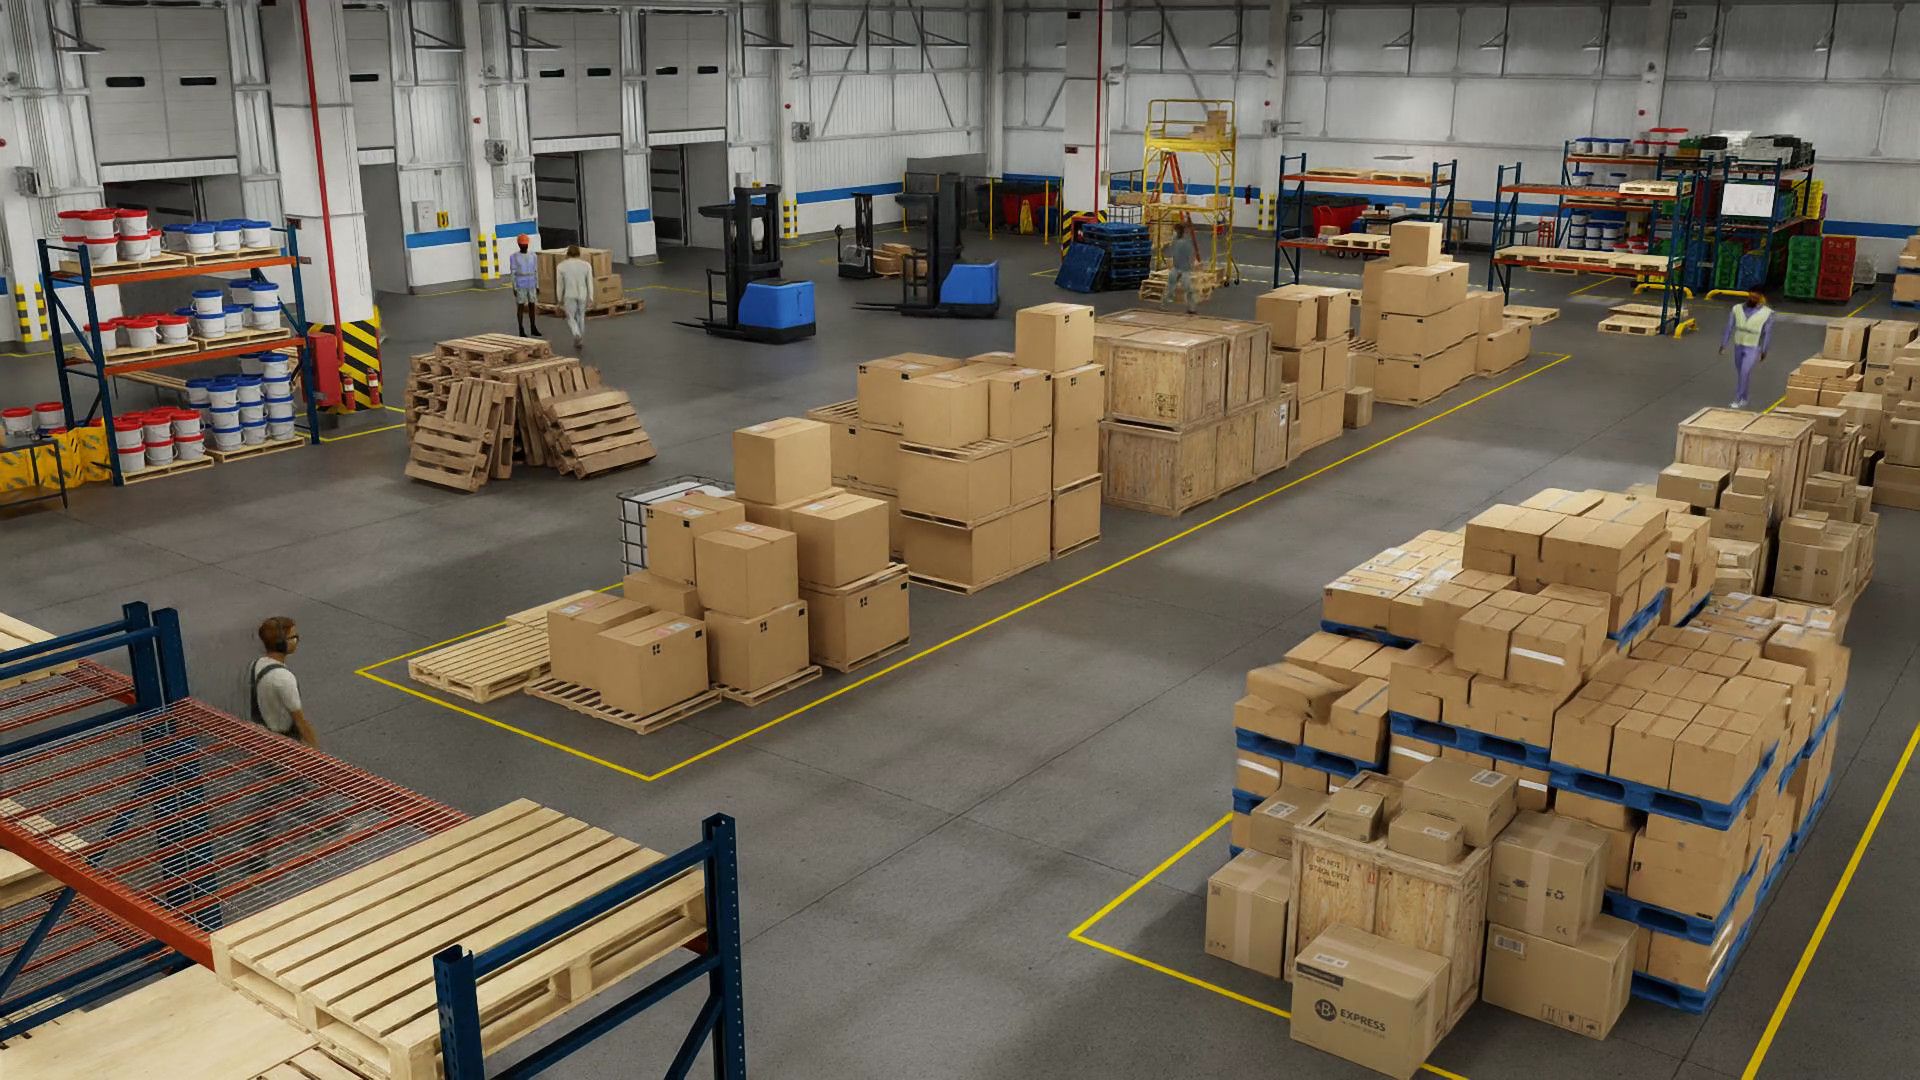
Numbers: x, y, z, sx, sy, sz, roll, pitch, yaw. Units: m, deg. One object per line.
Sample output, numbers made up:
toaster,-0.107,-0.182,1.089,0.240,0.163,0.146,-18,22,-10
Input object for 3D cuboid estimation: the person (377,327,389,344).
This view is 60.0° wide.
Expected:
person,-10.870,-4.321,30.267,0.842,1.600,0.517,-10,20,-31

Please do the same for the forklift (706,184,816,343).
forklift,-3.717,-5.181,30.929,1.873,2.768,1.129,12,21,35

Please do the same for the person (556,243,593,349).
person,-6.883,-4.356,29.832,0.642,1.919,0.569,-7,18,-22

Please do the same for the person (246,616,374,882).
person,-4.418,1.370,11.073,0.939,1.795,0.522,-12,21,-35

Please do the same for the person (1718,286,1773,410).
person,11.784,-2.882,25.031,0.991,1.868,0.605,-15,22,-40

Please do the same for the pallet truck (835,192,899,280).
pallet truck,-1.936,-7.159,38.982,1.885,1.965,0.823,-12,21,-34

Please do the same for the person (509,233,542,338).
person,-8.132,-4.771,31.178,0.545,1.938,0.360,-14,22,-38

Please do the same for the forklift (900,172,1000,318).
forklift,-0.186,-5.961,33.512,1.873,2.768,1.129,3,17,10

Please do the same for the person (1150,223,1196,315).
person,4.344,-5.405,33.363,1.014,1.884,0.635,-9,19,-27
